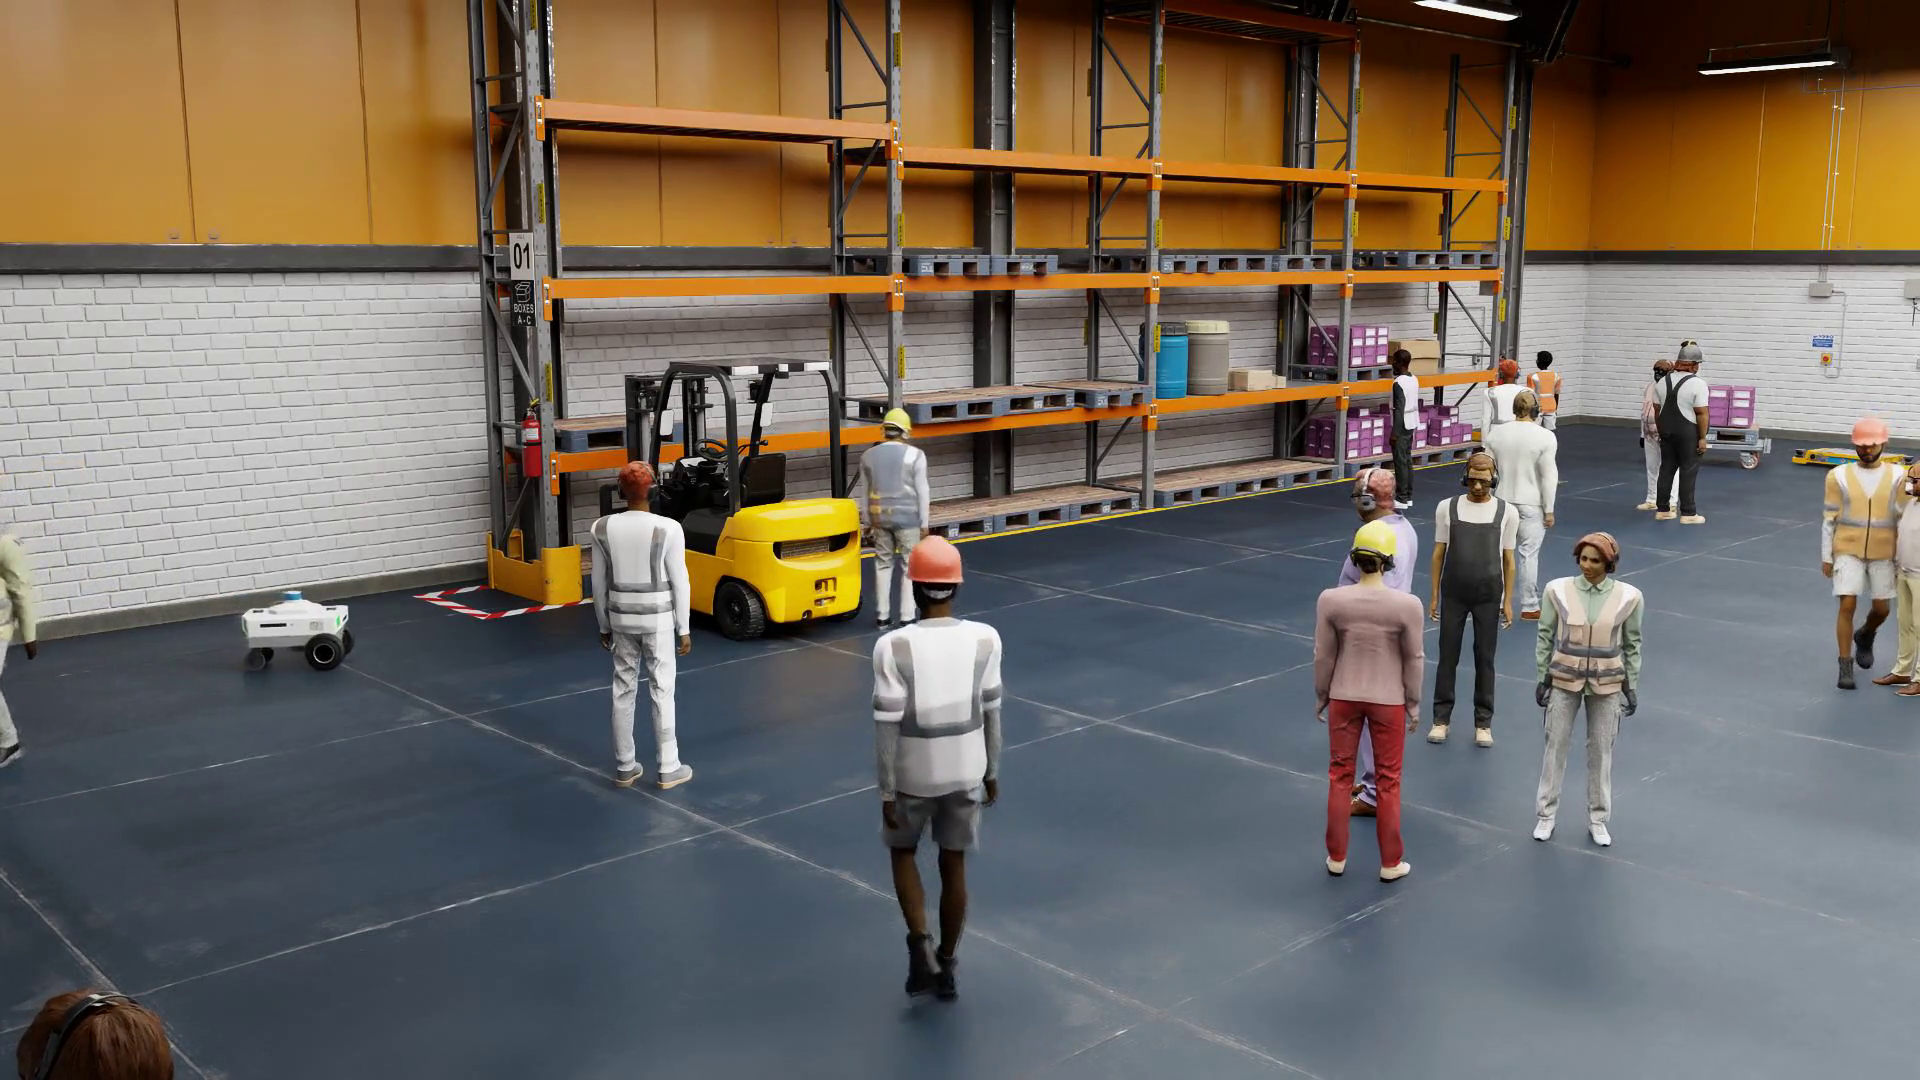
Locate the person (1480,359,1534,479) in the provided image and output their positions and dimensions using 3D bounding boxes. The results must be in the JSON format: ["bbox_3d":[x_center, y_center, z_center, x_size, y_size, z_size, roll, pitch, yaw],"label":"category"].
[{"bbox_3d":[6.157,-1.092,18.734,0.575,1.884,0.355,2,10,13],"label":"person"}]

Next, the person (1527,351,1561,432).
[{"bbox_3d":[8.273,-1.841,23.662,0.541,1.697,0.316,-2,10,-12],"label":"person"}]

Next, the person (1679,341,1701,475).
[{"bbox_3d":[10.067,-1.824,23.059,0.312,1.869,0.536,5,11,29],"label":"person"}]

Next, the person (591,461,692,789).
[{"bbox_3d":[-1.803,0.487,9.488,0.576,1.884,0.354,2,10,12],"label":"person"}]

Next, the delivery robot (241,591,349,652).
[{"bbox_3d":[-4.921,0.620,12.318,0.707,0.478,0.477,-2,10,-10],"label":"delivery robot"}]

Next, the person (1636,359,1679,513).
[{"bbox_3d":[8.289,-1.217,19.654,0.431,1.833,0.643,-3,10,-18],"label":"person"}]

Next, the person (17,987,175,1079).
[{"bbox_3d":[-1.408,1.644,2.841,0.429,1.844,0.621,4,10,20],"label":"person"}]

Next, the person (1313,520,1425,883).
[{"bbox_3d":[1.984,0.782,8.100,0.525,1.769,0.327,5,11,25],"label":"person"}]

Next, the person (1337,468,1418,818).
[{"bbox_3d":[2.237,0.554,9.046,0.405,1.903,0.636,5,11,27],"label":"person"}]

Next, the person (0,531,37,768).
[{"bbox_3d":[-5.692,0.532,9.544,0.611,1.776,0.966,0,10,1],"label":"person"}]

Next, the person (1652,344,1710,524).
[{"bbox_3d":[8.289,-1.216,18.998,0.537,2.000,0.689,-5,11,-25],"label":"person"}]

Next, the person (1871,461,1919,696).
[{"bbox_3d":[6.627,0.261,11.541,0.281,1.633,0.500,0,10,1],"label":"person"}]

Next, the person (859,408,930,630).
[{"bbox_3d":[-0.530,-0.160,13.502,0.616,1.805,0.448,4,10,21],"label":"person"}]

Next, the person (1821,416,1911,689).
[{"bbox_3d":[6.408,0.072,11.795,0.570,1.922,0.684,4,11,23],"label":"person"}]

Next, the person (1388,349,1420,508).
[{"bbox_3d":[5.346,-1.339,20.074,0.374,1.916,0.596,6,11,31],"label":"person"}]

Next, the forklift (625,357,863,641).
[{"bbox_3d":[-1.847,-0.414,13.852,1.214,2.155,2.313,-9,13,-42],"label":"forklift"}]

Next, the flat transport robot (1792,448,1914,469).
[{"bbox_3d":[12.810,-1.162,23.854,0.652,0.197,1.431,-6,12,-33],"label":"flat transport robot"}]

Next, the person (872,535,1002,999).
[{"bbox_3d":[-0.089,0.937,6.741,0.553,1.922,0.441,-2,10,-13],"label":"person"}]

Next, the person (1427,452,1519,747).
[{"bbox_3d":[3.175,0.366,10.320,0.504,1.841,0.344,3,10,19],"label":"person"}]

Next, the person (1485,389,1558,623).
[{"bbox_3d":[4.658,-0.285,13.843,0.377,1.940,0.628,-9,13,-42],"label":"person"}]

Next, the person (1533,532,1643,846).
[{"bbox_3d":[3.232,0.763,8.592,0.513,1.637,0.313,3,10,18],"label":"person"}]
